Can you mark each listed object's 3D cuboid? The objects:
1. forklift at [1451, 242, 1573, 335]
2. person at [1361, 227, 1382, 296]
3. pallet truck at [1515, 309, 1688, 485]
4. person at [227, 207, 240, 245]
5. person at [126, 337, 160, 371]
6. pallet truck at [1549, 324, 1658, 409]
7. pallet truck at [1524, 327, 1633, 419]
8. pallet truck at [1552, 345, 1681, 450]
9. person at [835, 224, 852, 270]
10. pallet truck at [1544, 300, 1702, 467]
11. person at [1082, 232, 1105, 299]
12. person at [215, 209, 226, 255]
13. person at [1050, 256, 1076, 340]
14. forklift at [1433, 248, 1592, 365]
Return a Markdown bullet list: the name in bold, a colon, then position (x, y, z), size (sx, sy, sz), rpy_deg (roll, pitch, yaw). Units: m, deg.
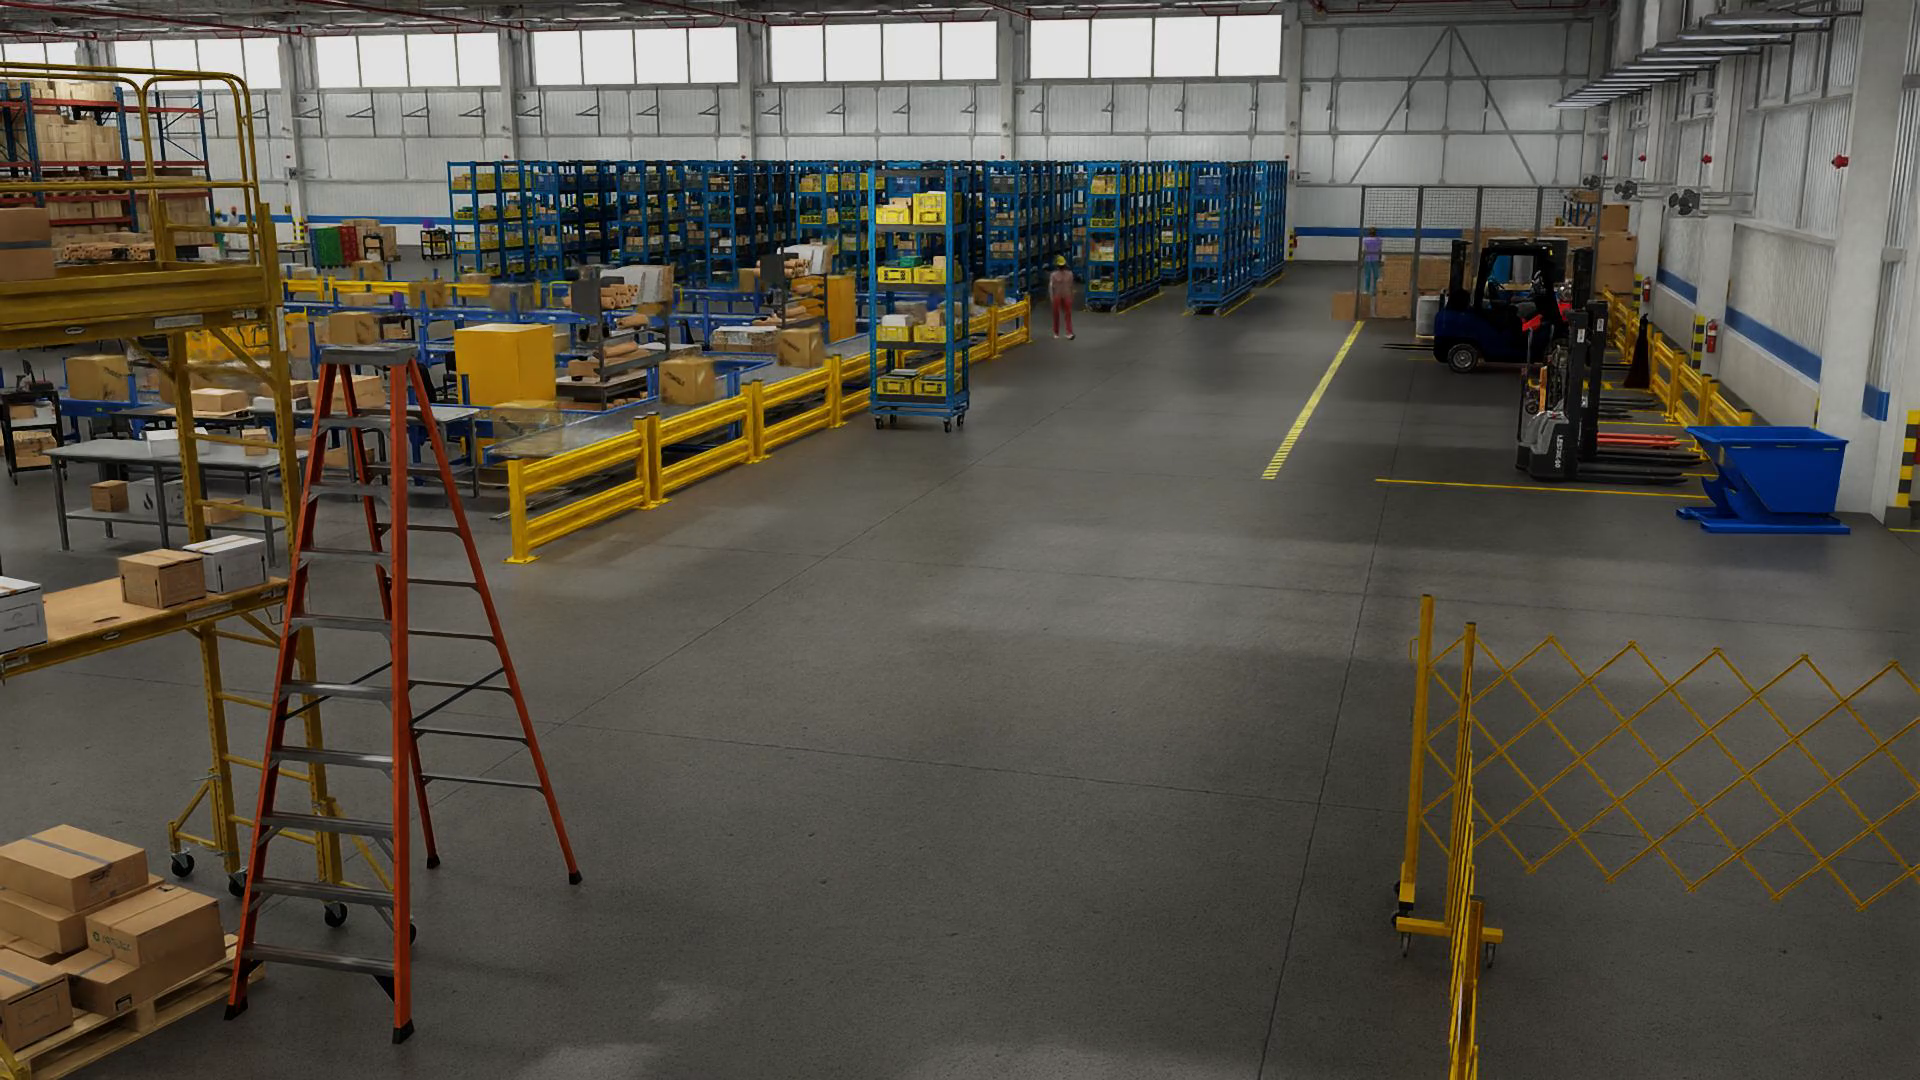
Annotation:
- **forklift**: position (10.464, -4.597, 31.405), size (2.680, 1.987, 1.157), rpy_deg (4, 14, 16)
- **person**: position (11.161, -7.541, 45.099), size (0.563, 1.848, 0.390), rpy_deg (-2, 13, -8)
- **pallet truck**: position (7.554, -1.677, 19.446), size (1.885, 1.965, 0.823), rpy_deg (3, 13, 14)
- **person**: position (-29.643, -12.749, 67.918), size (0.936, 1.695, 0.578), rpy_deg (10, 16, 37)
- **person**: position (-14.140, -3.725, 28.594), size (0.972, 1.856, 0.658), rpy_deg (-4, 14, -17)
- **pallet truck**: position (9.824, -2.669, 25.407), size (1.601, 1.201, 0.680), rpy_deg (4, 14, 16)
- **pallet truck**: position (9.065, -2.460, 24.370), size (1.522, 1.261, 0.704), rpy_deg (3, 13, 14)
- **pallet truck**: position (8.641, -1.896, 21.908), size (1.630, 1.274, 0.653), rpy_deg (4, 14, 16)
- **person**: position (-3.440, -8.634, 49.942), size (0.896, 1.781, 0.602), rpy_deg (9, 16, 35)
- **pallet truck**: position (8.263, -1.952, 20.631), size (1.885, 1.965, 0.823), rpy_deg (5, 14, 20)
- **person**: position (3.500, -7.251, 43.560), size (0.640, 1.978, 0.495), rpy_deg (2, 13, 10)
- **person**: position (-28.331, -11.763, 63.555), size (0.475, 1.756, 0.535), rpy_deg (2, 13, 7)
- **person**: position (2.115, -4.967, 34.256), size (0.529, 1.713, 0.914), rpy_deg (-3, 13, -11)
- **forklift**: position (9.780, -4.111, 29.280), size (2.680, 1.987, 1.157), rpy_deg (3, 13, 14)
